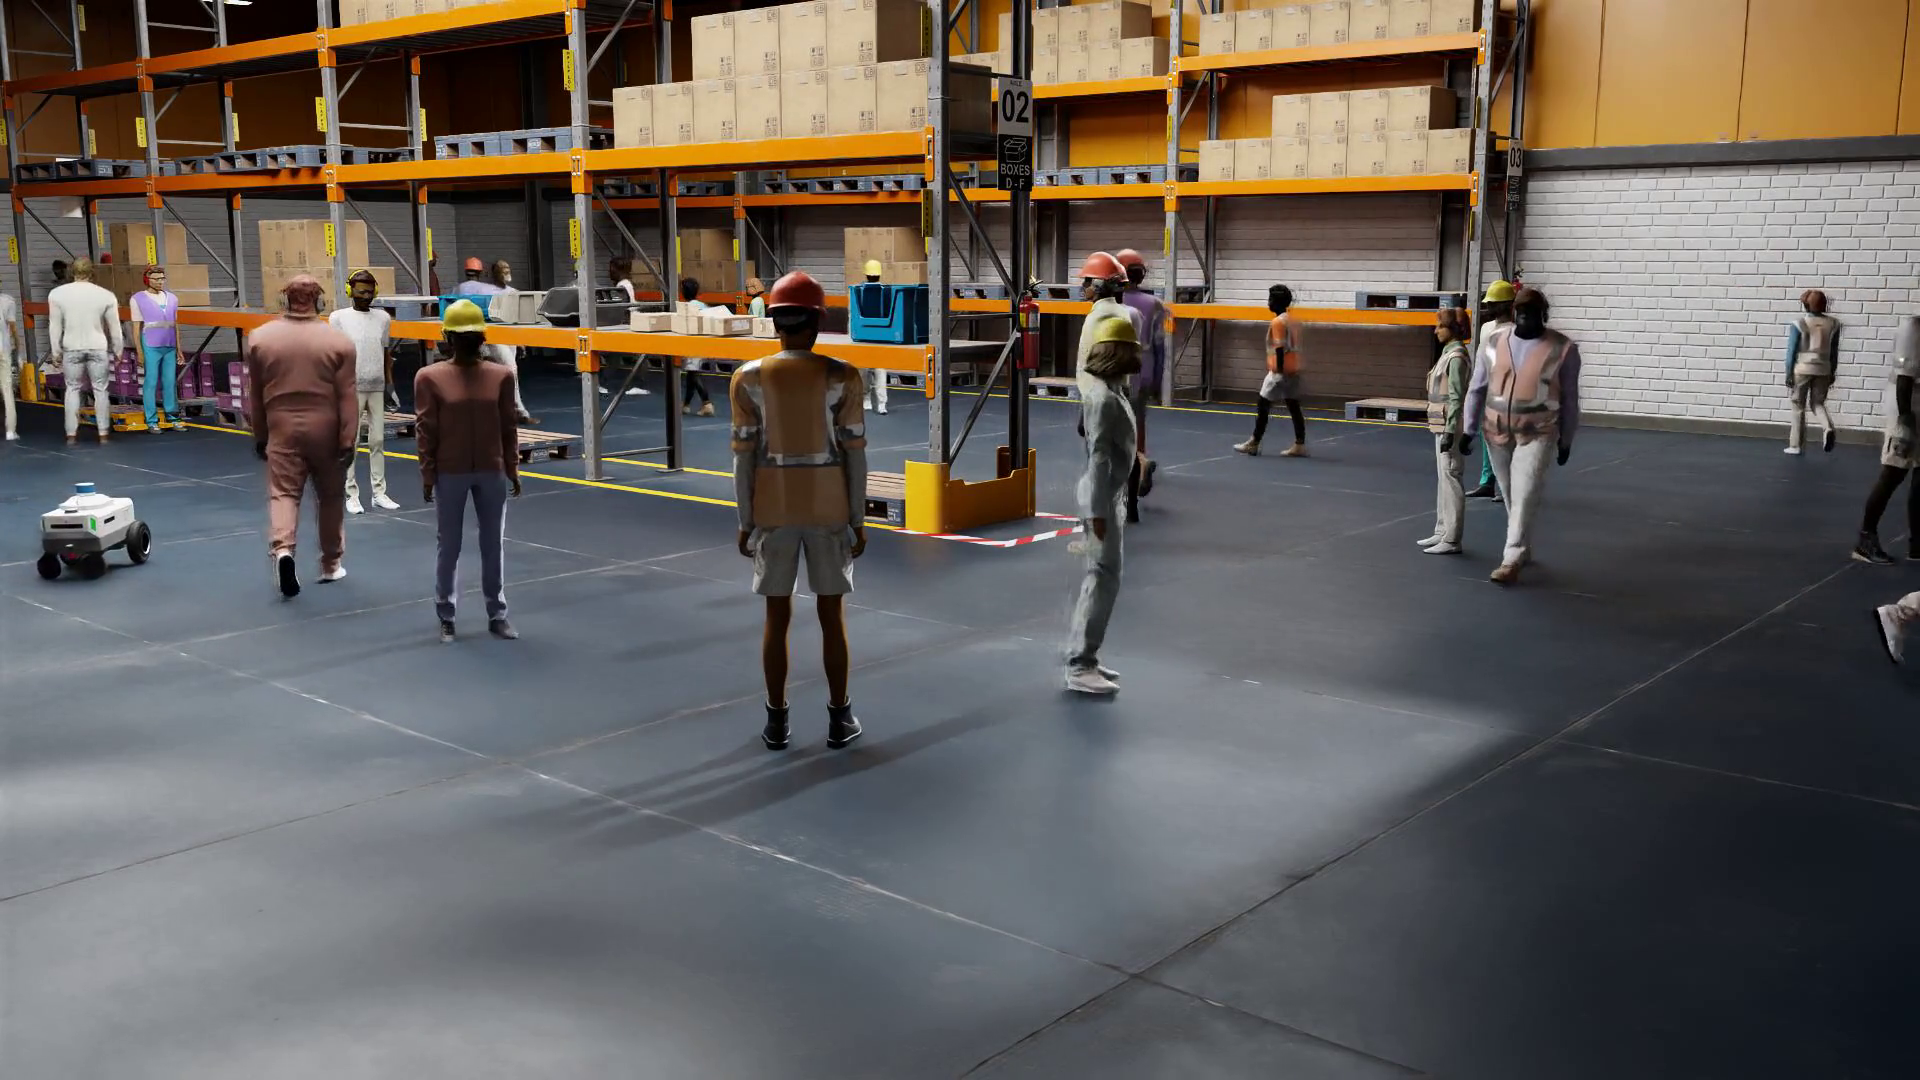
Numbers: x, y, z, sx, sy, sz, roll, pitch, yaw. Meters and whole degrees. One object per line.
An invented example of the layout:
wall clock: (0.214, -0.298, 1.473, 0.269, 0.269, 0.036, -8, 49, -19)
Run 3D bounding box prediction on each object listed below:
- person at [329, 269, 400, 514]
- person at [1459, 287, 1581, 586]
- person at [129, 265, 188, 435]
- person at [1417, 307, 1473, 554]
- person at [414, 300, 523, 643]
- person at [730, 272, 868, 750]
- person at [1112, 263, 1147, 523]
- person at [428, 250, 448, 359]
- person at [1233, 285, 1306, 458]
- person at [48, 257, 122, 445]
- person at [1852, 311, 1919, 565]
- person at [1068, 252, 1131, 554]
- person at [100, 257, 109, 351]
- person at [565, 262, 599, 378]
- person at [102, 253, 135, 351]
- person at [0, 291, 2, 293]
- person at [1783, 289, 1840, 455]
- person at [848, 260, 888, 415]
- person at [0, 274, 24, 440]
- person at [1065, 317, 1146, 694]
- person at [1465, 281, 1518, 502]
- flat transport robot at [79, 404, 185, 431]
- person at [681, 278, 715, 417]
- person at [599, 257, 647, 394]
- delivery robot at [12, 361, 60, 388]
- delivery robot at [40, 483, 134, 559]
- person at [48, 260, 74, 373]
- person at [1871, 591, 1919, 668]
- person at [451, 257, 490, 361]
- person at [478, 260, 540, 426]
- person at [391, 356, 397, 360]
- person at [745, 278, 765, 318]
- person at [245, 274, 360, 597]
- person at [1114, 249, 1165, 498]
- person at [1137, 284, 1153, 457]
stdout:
person: (-4.565, -1.140, 12.777, 0.326, 1.865, 0.518, 9, 14, 43)
person: (3.450, -0.654, 10.255, 0.632, 1.792, 1.002, 8, 13, 38)
person: (-8.767, -2.071, 18.158, 0.380, 1.836, 0.560, 5, 11, 24)
person: (3.246, -0.723, 11.045, 0.307, 1.638, 0.513, 2, 10, 9)
person: (-2.530, -0.337, 8.570, 0.535, 1.782, 0.440, -6, 12, -33)
person: (-0.641, -0.108, 6.720, 0.542, 1.927, 0.374, 0, 10, -1)
person: (1.115, -1.060, 12.122, 0.375, 1.934, 0.547, 9, 13, 40)
person: (-9.692, -4.318, 30.488, 0.373, 1.997, 0.615, -8, 13, -38)
person: (3.018, -1.628, 16.112, 0.800, 1.663, 0.556, 5, 11, 28)
person: (-9.008, -1.942, 17.164, 0.663, 1.926, 0.415, -5, 11, -25)
person: (6.137, -0.802, 10.634, 0.642, 1.957, 0.426, -8, 13, -40)
person: (0.937, -0.902, 11.049, 0.382, 1.995, 0.612, 4, 11, 22)
person: (-14.178, -3.795, 27.780, 0.652, 1.903, 0.403, 5, 11, 25)
person: (-5.917, -3.458, 26.070, 0.598, 1.828, 0.403, -6, 12, -32)
person: (-12.223, -3.183, 24.169, 0.519, 1.950, 0.633, 3, 10, 15)
person: (-14.841, -3.349, 25.415, 0.627, 1.845, 0.429, 4, 11, 22)
person: (8.280, -1.615, 16.141, 0.532, 1.623, 0.497, 0, 10, -3)
person: (-1.085, -2.513, 20.559, 0.605, 1.882, 0.990, -2, 10, -11)
person: (-10.152, -1.958, 17.463, 0.550, 1.879, 0.363, -5, 11, -26)
person: (0.665, -0.165, 7.680, 0.360, 1.709, 0.570, 2, 10, 10)
person: (4.302, -1.185, 13.315, 0.323, 1.765, 0.533, -4, 11, -24)
flat transport robot: (-9.371, -1.381, 18.677, 1.431, 0.197, 0.652, 8, 13, 38)
person: (-3.226, -2.316, 20.021, 0.715, 1.672, 0.544, 5, 11, 25)
person: (-4.765, -2.934, 22.913, 0.919, 1.882, 0.629, -3, 10, -16)
delivery robot: (-12.671, -2.286, 22.756, 0.477, 0.478, 0.707, 1, 10, 8)
delivery robot: (-5.444, -0.113, 10.388, 0.477, 0.478, 0.707, -1, 10, -8)
person: (-14.625, -3.671, 27.263, 0.521, 1.845, 0.760, 4, 11, 22)
person: (4.581, -0.223, 7.485, 0.687, 1.882, 0.654, 8, 13, 37)
person: (-6.412, -2.760, 21.890, 0.550, 1.912, 0.688, -1, 10, -5)
person: (-5.294, -2.266, 19.123, 1.024, 1.900, 0.641, 5, 11, 25)
person: (-10.434, -4.037, 29.925, 0.498, 1.634, 0.282, 3, 11, 19)
person: (-2.742, -2.720, 22.460, 0.287, 1.625, 0.496, 0, 10, 0)
person: (-3.862, -0.619, 9.786, 0.649, 1.875, 0.863, -2, 10, -10)
person: (1.370, -1.289, 13.195, 0.634, 2.017, 0.729, -5, 11, -27)
person: (1.491, -1.441, 14.765, 0.529, 1.767, 0.329, 2, 10, 9)
